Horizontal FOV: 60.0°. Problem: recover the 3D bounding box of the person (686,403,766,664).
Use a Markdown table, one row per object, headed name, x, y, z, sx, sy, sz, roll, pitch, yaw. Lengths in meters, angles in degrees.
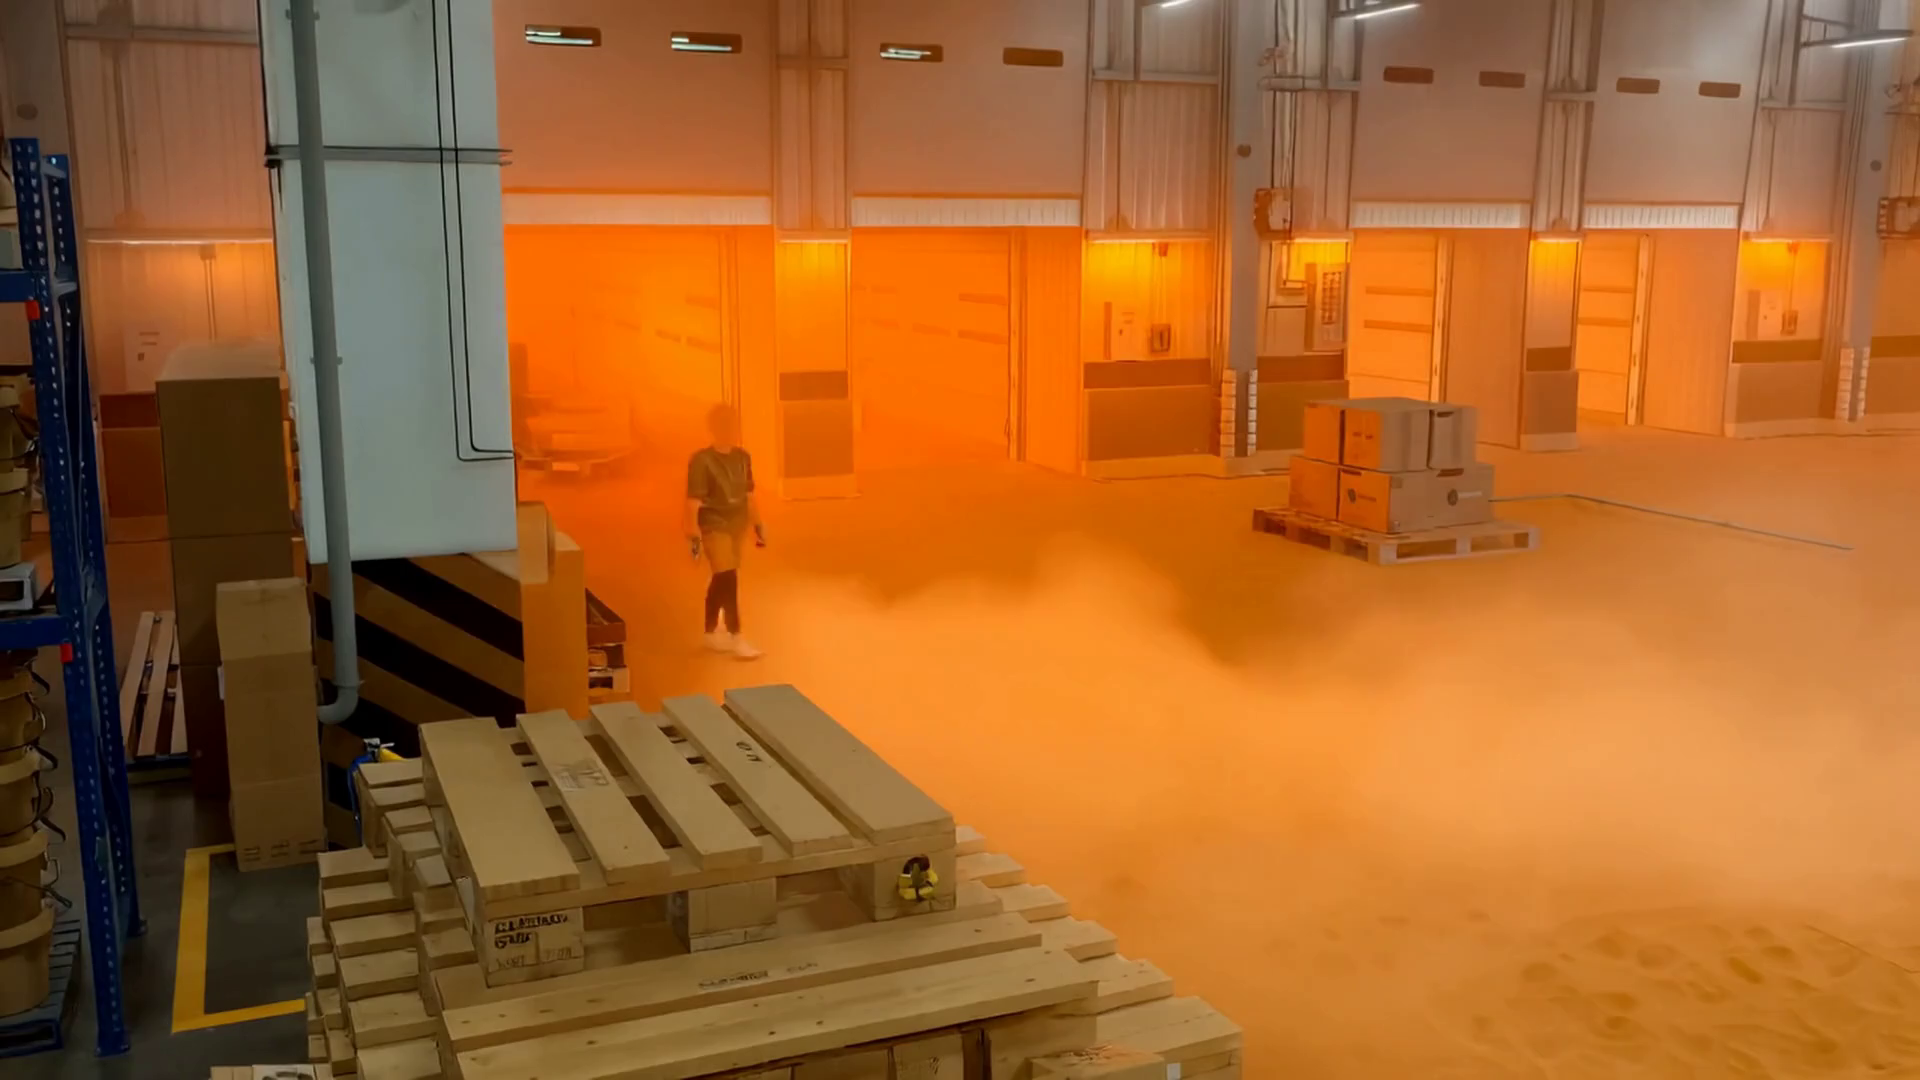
| name | x | y | z | sx | sy | sz | roll | pitch | yaw |
| --- | --- | --- | --- | --- | --- | --- | --- | --- | --- |
| person | -1.441 | -0.043 | 10.724 | 0.709 | 1.667 | 0.558 | 6 | 12 | 31 |
